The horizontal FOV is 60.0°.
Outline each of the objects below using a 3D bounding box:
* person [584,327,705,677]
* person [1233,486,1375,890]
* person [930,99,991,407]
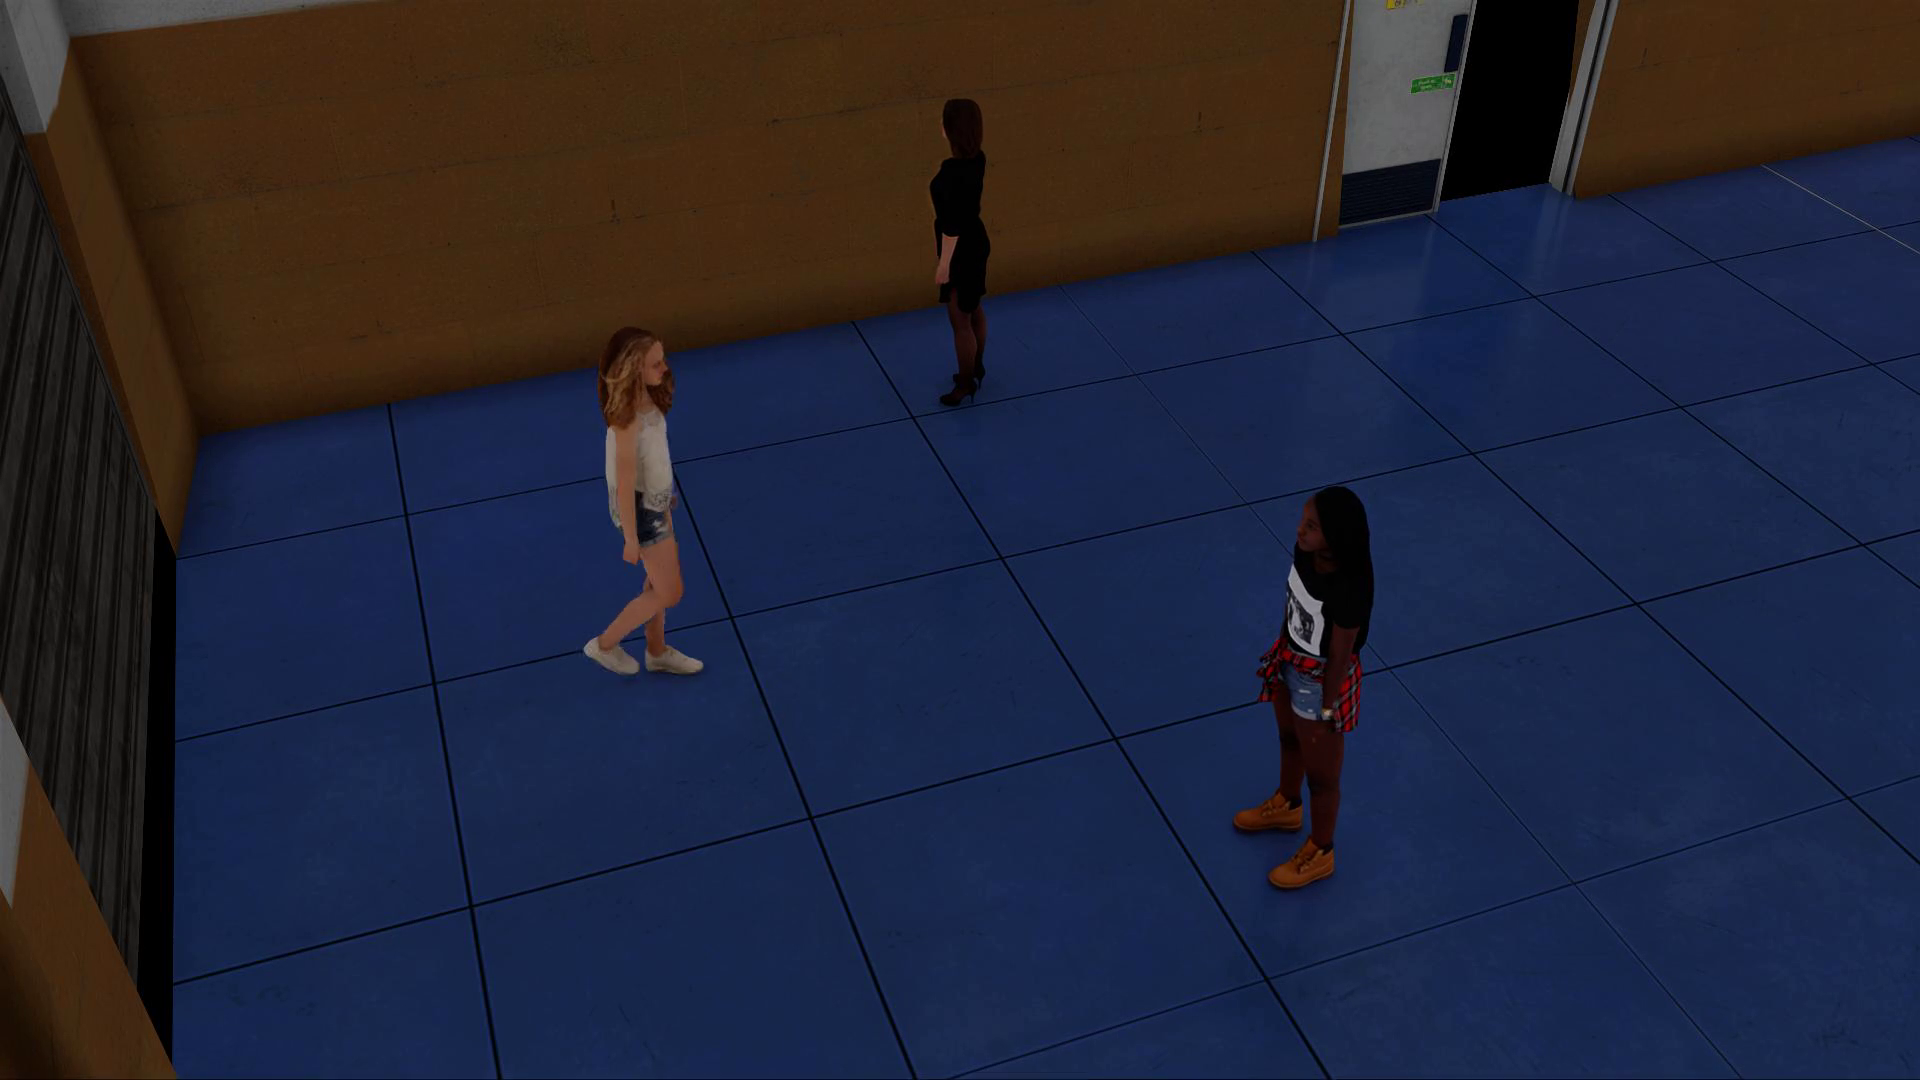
[{"bbox_3d":[-1.395,-0.100,6.829,0.807,1.744,0.767,-3,37,-4],"label":"person"},{"bbox_3d":[1.279,0.527,6.010,0.662,1.725,0.536,-11,38,-14],"label":"person"},{"bbox_3d":[0.020,-1.491,8.700,0.712,1.706,0.633,12,39,16],"label":"person"}]
